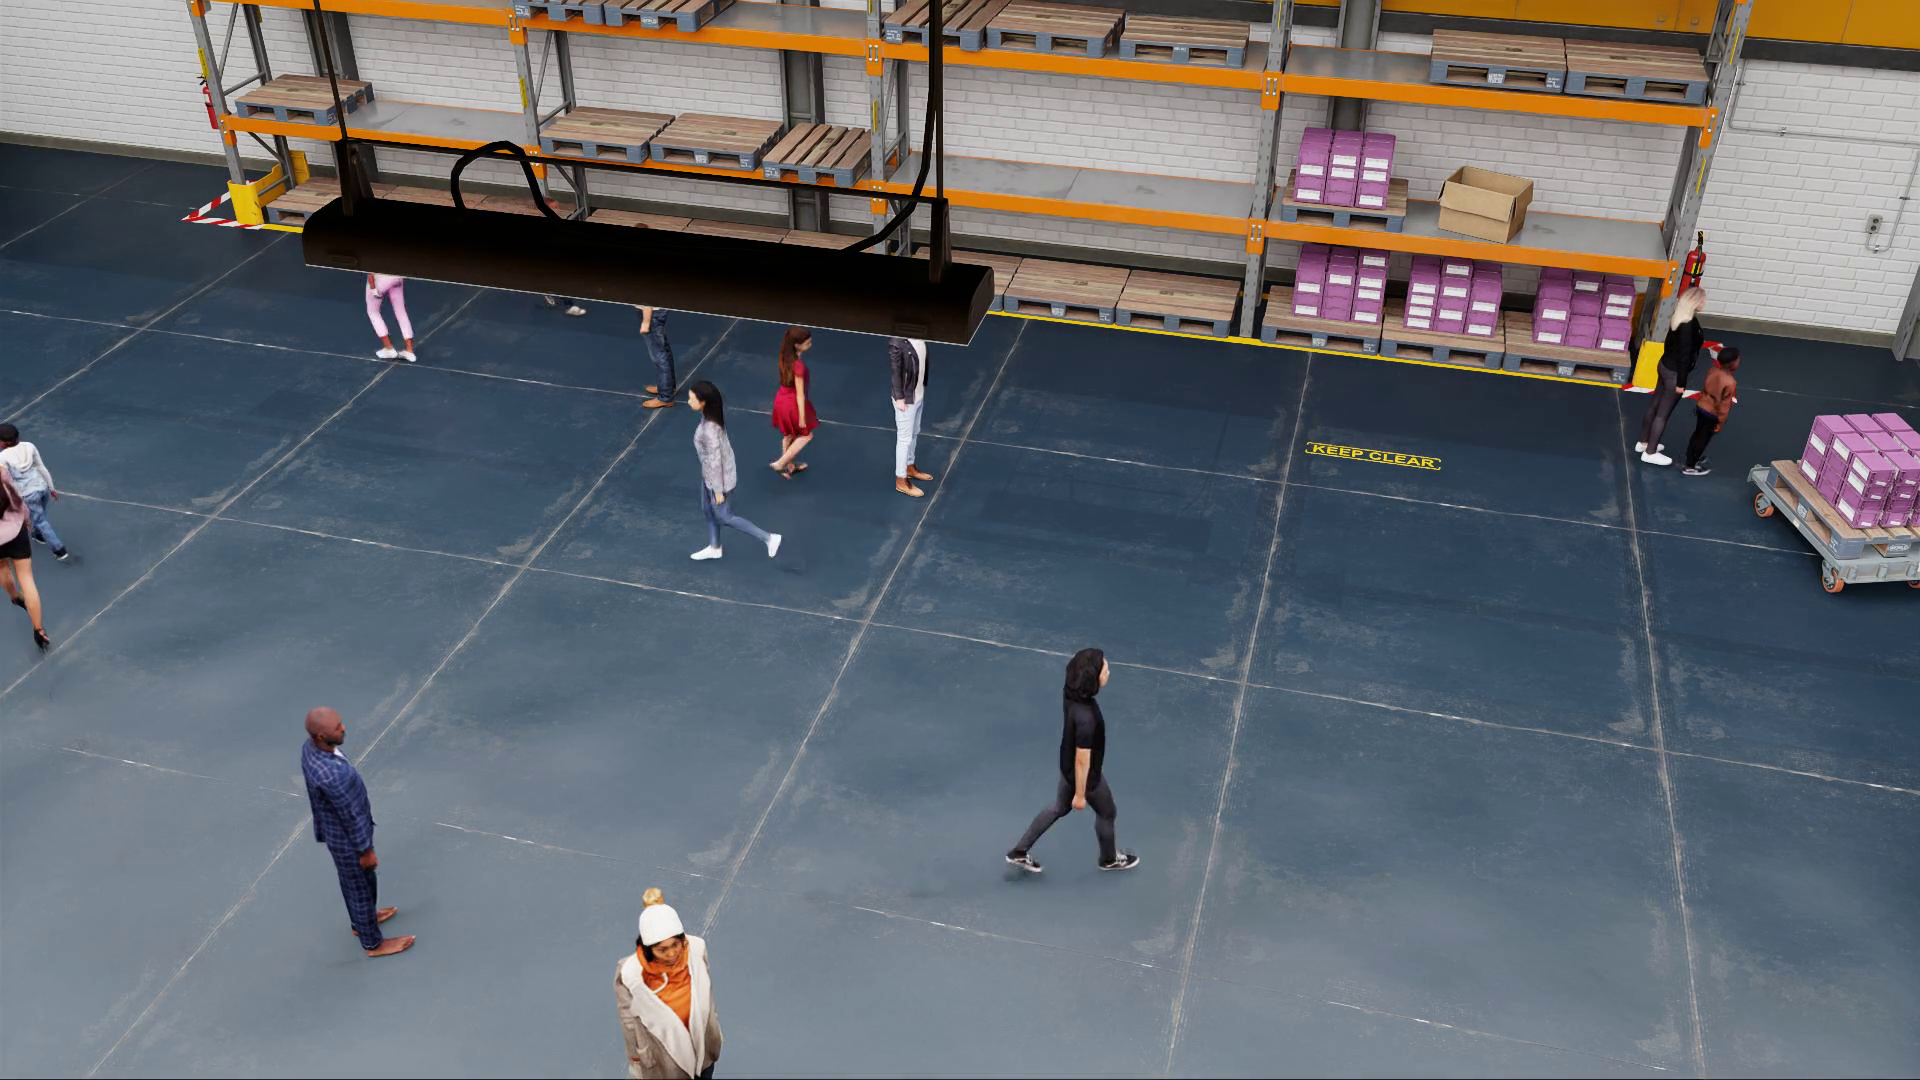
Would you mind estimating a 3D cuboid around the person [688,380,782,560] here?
[{"bbox_3d":[-1.861,-0.514,13.474,1.098,1.705,0.863,0,34,0],"label":"person"}]

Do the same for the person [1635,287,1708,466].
[{"bbox_3d":[6.401,-1.493,14.964,0.580,1.685,0.642,3,34,5],"label":"person"}]

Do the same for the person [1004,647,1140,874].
[{"bbox_3d":[0.673,1.435,10.454,1.218,1.802,0.969,-6,34,-9],"label":"person"}]

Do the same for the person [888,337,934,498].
[{"bbox_3d":[-0.456,-1.272,14.495,0.544,1.837,0.661,10,35,15],"label":"person"}]

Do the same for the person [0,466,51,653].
[{"bbox_3d":[-7.182,0.060,12.548,1.032,1.773,1.109,-19,38,-26],"label":"person"}]

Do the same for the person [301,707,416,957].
[{"bbox_3d":[-3.684,1.741,9.979,0.824,1.819,0.750,-21,39,-28],"label":"person"}]

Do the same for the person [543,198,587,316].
[{"bbox_3d":[-4.283,-3.000,17.582,0.754,1.297,0.502,8,34,12],"label":"person"}]

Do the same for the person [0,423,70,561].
[{"bbox_3d":[-7.640,-0.384,13.699,0.939,1.240,0.669,20,39,27],"label":"person"}]

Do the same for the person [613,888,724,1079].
[{"bbox_3d":[-1.506,2.560,8.682,0.813,1.891,0.857,-23,40,-30],"label":"person"}]

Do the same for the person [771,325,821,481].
[{"bbox_3d":[-1.512,-1.165,14.602,0.887,1.540,0.829,-25,41,-33],"label":"person"}]

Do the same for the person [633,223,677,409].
[{"bbox_3d":[-2.901,-2.146,15.792,0.667,1.856,0.725,0,34,0],"label":"person"}]

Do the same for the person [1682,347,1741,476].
[{"bbox_3d":[6.674,-1.153,14.850,0.661,1.247,0.622,-5,34,-8],"label":"person"}]
